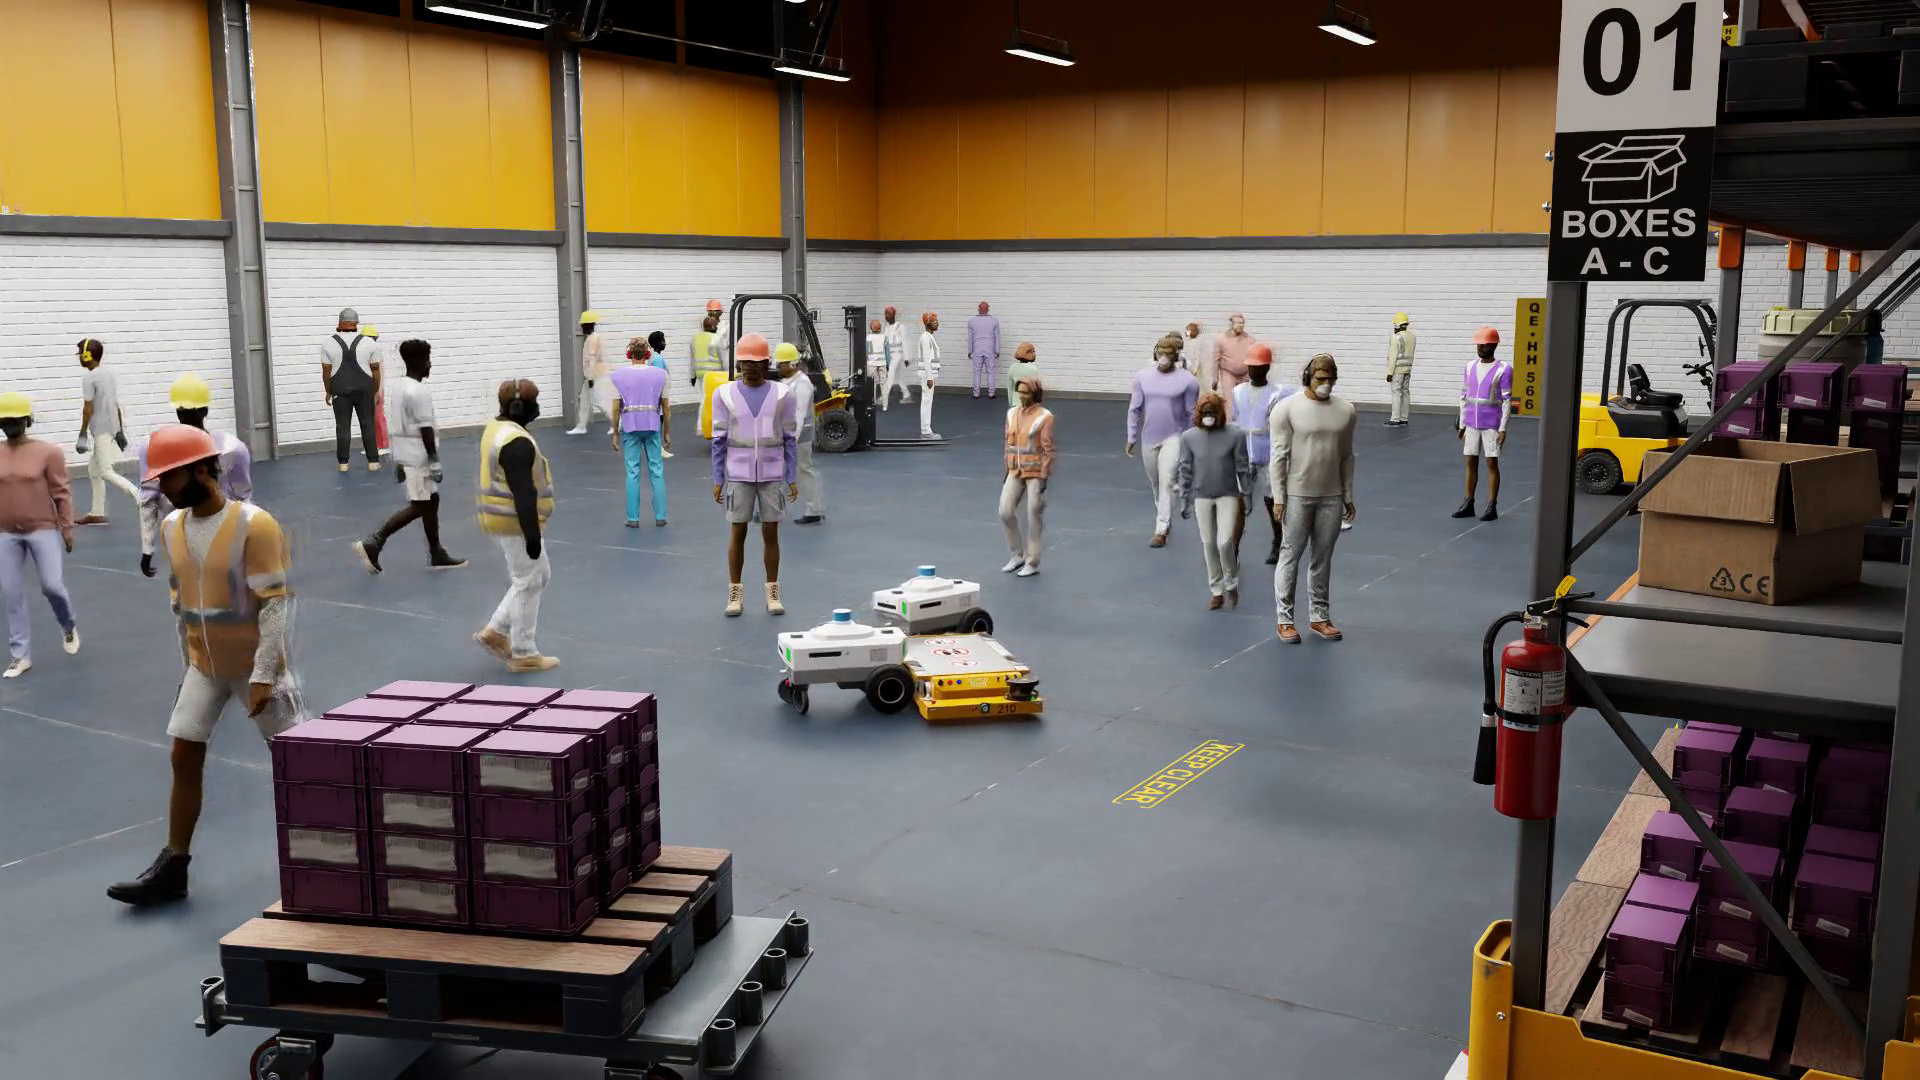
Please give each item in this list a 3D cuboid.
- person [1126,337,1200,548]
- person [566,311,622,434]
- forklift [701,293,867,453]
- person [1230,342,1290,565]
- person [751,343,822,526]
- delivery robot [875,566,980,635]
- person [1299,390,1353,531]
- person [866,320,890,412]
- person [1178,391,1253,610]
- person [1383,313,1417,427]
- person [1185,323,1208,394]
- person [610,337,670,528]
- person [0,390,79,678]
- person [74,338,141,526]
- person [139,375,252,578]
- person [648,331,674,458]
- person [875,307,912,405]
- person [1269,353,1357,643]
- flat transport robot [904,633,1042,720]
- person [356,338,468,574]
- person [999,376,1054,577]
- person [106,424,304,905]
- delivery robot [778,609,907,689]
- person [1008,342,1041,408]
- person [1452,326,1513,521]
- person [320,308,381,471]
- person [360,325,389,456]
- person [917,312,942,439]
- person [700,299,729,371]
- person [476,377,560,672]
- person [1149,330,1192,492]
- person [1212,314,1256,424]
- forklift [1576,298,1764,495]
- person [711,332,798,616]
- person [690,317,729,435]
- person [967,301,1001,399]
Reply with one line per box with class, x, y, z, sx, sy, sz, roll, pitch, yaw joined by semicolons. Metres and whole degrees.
person;1.878;-0.919;15.252;0.629;1.898;1.028;4;10;24
person;-5.589;-2.549;25.379;0.842;1.901;0.598;-2;9;-12
forklift;-2.458;-2.344;23.176;2.313;2.155;1.214;0;9;-2
person;2.472;-0.695;13.847;0.561;1.895;0.899;6;11;34
person;-1.702;-0.995;16.007;0.850;1.788;0.602;-4;10;-24
delivery robot;-0.211;0.410;10.794;0.707;0.478;0.477;-8;12;-42
person;3.395;-0.891;15.995;0.514;1.593;0.876;-5;10;-27
person;-1.487;-3.090;29.556;0.523;1.638;0.310;-4;10;-23
person;1.854;-0.283;12.102;0.529;1.605;0.395;4;10;22
person;7.037;-2.720;26.649;0.590;1.833;0.403;-8;12;-41
person;4.071;-2.995;29.107;0.864;1.589;0.515;-4;10;-25
person;-3.080;-1.031;16.059;0.564;1.846;0.390;-3;10;-17
person;-5.765;-0.054;10.263;0.551;1.756;0.552;-2;9;-10
person;-8.247;-1.037;16.139;0.820;1.840;0.509;-1;9;-5
person;-4.389;-0.026;9.660;0.584;1.895;0.903;-1;9;-7
person;-4.015;-1.935;22.163;0.318;1.700;0.535;-3;10;-21
person;-1.254;-3.441;31.176;1.004;1.829;0.584;-7;12;-38
person;2.361;-0.282;11.118;0.627;1.935;0.373;-3;10;-18
flat transport robot;-0.024;0.766;9.745;0.652;0.197;1.431;-2;9;-13
person;-4.503;-0.674;13.551;0.855;1.943;0.610;-6;11;-32
person;0.551;-0.515;13.489;0.538;1.631;0.350;9;13;43
person;-2.871;0.488;6.515;0.602;1.887;0.765;3;9;16
delivery robot;-0.667;0.633;9.400;0.707;0.478;0.477;-2;9;-13
person;0.787;-1.591;20.214;0.285;1.634;0.499;-8;12;-41
person;5.212;-1.160;16.575;0.362;1.939;0.542;-8;12;-42
person;-7.591;-1.884;20.779;0.686;2.000;0.535;-3;10;-17
person;-7.945;-2.019;22.467;0.304;1.770;0.533;-8;12;-41
person;-0.450;-2.414;24.582;0.355;1.883;0.573;0;9;-1
person;-3.960;-2.875;26.955;0.605;2.045;0.379;3;9;16
person;-2.702;-0.086;10.224;0.444;1.824;0.647;-4;10;-24
person;2.372;-1.483;18.944;0.518;1.824;0.717;-1;9;-7
person;4.059;-2.349;24.237;0.671;1.863;0.898;-2;9;-13
forklift;7.954;-1.589;18.462;2.313;2.155;1.214;5;11;30
person;-1.462;-0.462;11.904;0.612;2.039;0.392;-2;9;-10
person;-3.770;-2.516;25.497;0.645;1.787;0.972;6;11;32
person;0.470;-3.721;32.648;0.651;1.913;0.410;0;9;2
